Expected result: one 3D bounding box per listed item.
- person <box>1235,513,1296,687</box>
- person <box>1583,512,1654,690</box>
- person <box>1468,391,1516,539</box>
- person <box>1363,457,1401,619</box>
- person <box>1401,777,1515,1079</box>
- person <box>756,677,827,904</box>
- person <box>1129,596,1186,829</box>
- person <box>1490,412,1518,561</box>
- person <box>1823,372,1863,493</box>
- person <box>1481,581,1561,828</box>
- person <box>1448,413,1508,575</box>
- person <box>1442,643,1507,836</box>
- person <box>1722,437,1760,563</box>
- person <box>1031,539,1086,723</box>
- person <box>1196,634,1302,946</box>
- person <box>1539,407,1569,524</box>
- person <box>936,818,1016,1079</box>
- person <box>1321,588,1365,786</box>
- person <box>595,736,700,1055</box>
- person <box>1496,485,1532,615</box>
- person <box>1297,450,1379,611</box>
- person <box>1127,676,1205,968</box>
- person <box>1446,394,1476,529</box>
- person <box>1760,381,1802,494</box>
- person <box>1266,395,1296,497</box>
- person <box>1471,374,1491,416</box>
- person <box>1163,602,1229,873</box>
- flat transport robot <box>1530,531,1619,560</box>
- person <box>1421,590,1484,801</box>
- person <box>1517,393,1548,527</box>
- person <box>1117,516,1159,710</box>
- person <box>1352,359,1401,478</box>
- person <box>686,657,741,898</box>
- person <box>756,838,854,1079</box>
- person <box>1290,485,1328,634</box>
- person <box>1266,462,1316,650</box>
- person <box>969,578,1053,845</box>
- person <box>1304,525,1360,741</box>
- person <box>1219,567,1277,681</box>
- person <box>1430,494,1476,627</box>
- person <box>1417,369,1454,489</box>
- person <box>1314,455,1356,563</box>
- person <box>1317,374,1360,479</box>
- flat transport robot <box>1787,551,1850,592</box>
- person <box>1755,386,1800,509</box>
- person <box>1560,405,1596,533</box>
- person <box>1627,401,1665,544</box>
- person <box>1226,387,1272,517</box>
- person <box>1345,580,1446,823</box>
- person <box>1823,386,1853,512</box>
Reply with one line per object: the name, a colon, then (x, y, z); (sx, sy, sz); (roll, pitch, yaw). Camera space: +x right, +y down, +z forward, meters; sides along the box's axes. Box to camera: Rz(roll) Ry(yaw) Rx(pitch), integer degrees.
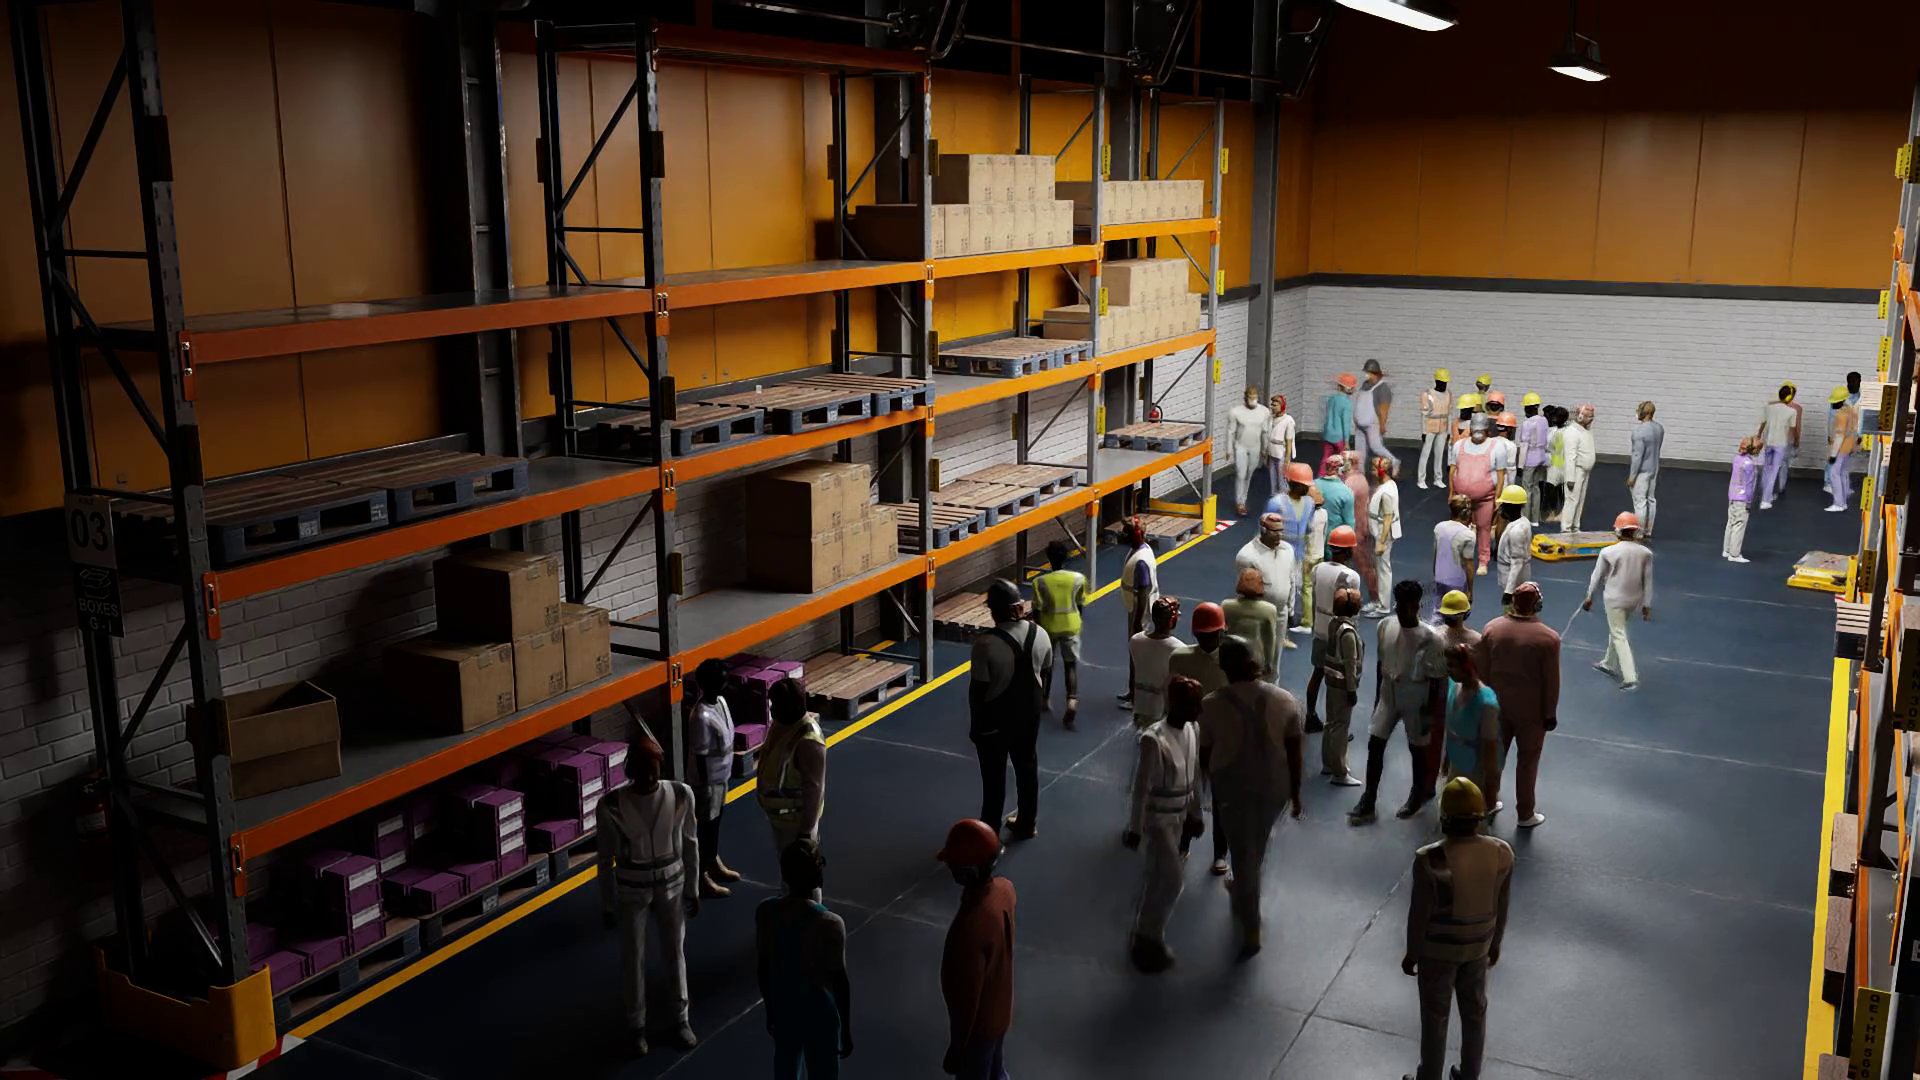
person: (2.847, 0.676, 15.409); (0.644, 1.900, 0.399); (-7, 14, -27)
person: (6.479, 0.585, 16.250); (0.560, 1.712, 0.885); (-4, 13, -15)
person: (7.228, -1.020, 22.705); (0.613, 2.033, 0.410); (4, 13, 16)
person: (4.758, -0.026, 18.686); (0.388, 1.838, 0.563); (3, 13, 12)
person: (2.648, 2.153, 8.938); (0.598, 1.832, 0.404); (-4, 13, -15)
person: (-1.084, 1.763, 10.675); (0.429, 1.841, 0.625); (-6, 14, -26)
person: (1.511, 1.331, 12.587); (0.563, 1.846, 0.390); (12, 17, 43)
person: (6.979, -0.688, 21.463); (0.387, 1.926, 0.549); (-5, 14, -22)
person: (13.800, -1.679, 25.931); (0.592, 1.915, 0.403); (-1, 13, -7)
person: (4.324, 1.253, 12.836); (0.395, 1.901, 0.642); (-11, 17, -40)
person: (6.394, -0.579, 20.700); (0.690, 2.000, 0.534); (8, 15, 33)
person: (3.532, 1.590, 11.485); (0.433, 1.825, 0.632); (-2, 13, -9)
person: (10.040, -0.520, 21.368); (0.313, 1.631, 0.523); (1, 13, 4)
person: (0.909, 0.826, 15.233); (0.523, 1.663, 0.756); (-1, 13, -4)
person: (1.873, 1.578, 11.042); (0.696, 2.000, 1.026); (-2, 13, -8)
person: (8.398, -1.063, 23.714); (0.719, 1.673, 0.543); (2, 13, 9)
person: (0.068, 2.286, 8.001); (0.399, 1.992, 0.621); (4, 13, 18)
person: (3.145, 1.193, 13.672); (0.307, 1.641, 0.514); (-1, 13, -3)
person: (-1.763, 2.011, 9.481); (0.578, 1.879, 0.366); (-5, 14, -21)
person: (5.479, 0.404, 16.555); (0.375, 1.929, 0.585); (5, 13, 20)
person: (4.440, -0.108, 19.058); (1.043, 1.846, 0.635); (5, 13, 20)
person: (1.349, 1.777, 10.550); (0.568, 1.860, 0.613); (10, 16, 39)
person: (7.028, -1.080, 23.203); (0.372, 1.925, 0.593); (-8, 15, -33)
person: (12.789, -1.597, 25.910); (0.533, 1.757, 0.336); (7, 14, 27)
person: (4.574, -1.159, 23.757); (0.396, 1.839, 0.560); (-5, 13, -20)
person: (8.335, -1.775, 26.675); (0.526, 1.768, 0.330); (12, 17, 43)
person: (1.760, 1.407, 11.912); (0.626, 1.992, 0.387); (4, 13, 17)
flat transport robot: (8.134, 0.063, 21.822); (1.431, 0.197, 0.652); (-2, 13, -11)
person: (3.866, 1.253, 13.120); (0.534, 1.767, 0.319); (9, 15, 35)
person: (8.002, -1.110, 23.373); (0.589, 1.916, 0.400); (-12, 17, -42)
person: (1.684, 0.673, 15.555); (0.381, 1.838, 0.570); (0, 13, 2)
person: (6.698, -1.948, 26.832); (0.784, 2.000, 0.692); (-5, 14, -23)
person: (-1.727, 1.635, 11.580); (0.319, 1.694, 0.534); (2, 13, 9)
person: (-0.746, 2.332, 8.114); (0.506, 1.845, 0.345); (6, 14, 26)
person: (3.810, 0.208, 18.099); (0.267, 1.631, 0.505); (12, 17, 43)
person: (3.436, 0.173, 17.371); (0.654, 2.019, 0.514); (-7, 15, -30)
person: (0.326, 1.266, 12.443); (0.681, 2.000, 0.535); (-8, 15, -33)
person: (3.326, 0.821, 14.707); (0.395, 1.928, 0.541); (-7, 14, -27)
person: (2.480, 1.040, 14.411); (0.512, 1.612, 0.503); (1, 13, 6)
person: (4.905, 0.448, 16.574); (0.343, 1.838, 0.502); (-8, 15, -32)
person: (7.523, -1.751, 26.245); (0.583, 1.918, 0.404); (-4, 13, -16)
person: (4.111, -0.004, 18.456); (0.399, 1.900, 0.645); (-12, 17, -42)
person: (5.747, -1.529, 25.173); (0.667, 1.954, 0.620); (-5, 13, -21)
flat transport robot: (10.667, 0.375, 20.425); (0.652, 0.197, 1.431); (9, 16, 36)
person: (12.237, -1.398, 24.875); (0.900, 1.818, 0.522); (-9, 16, -35)
person: (8.337, -0.887, 22.421); (0.400, 1.894, 0.658); (10, 16, 38)
person: (9.198, -0.907, 22.400); (0.629, 1.940, 0.379); (-10, 16, -37)
person: (4.212, -1.300, 24.293); (0.633, 1.882, 0.890); (-2, 13, -9)
person: (3.334, 1.258, 12.727); (0.866, 1.925, 0.635); (-12, 17, -42)
person: (12.971, -1.353, 24.544); (0.464, 1.876, 0.745); (7, 14, 28)
